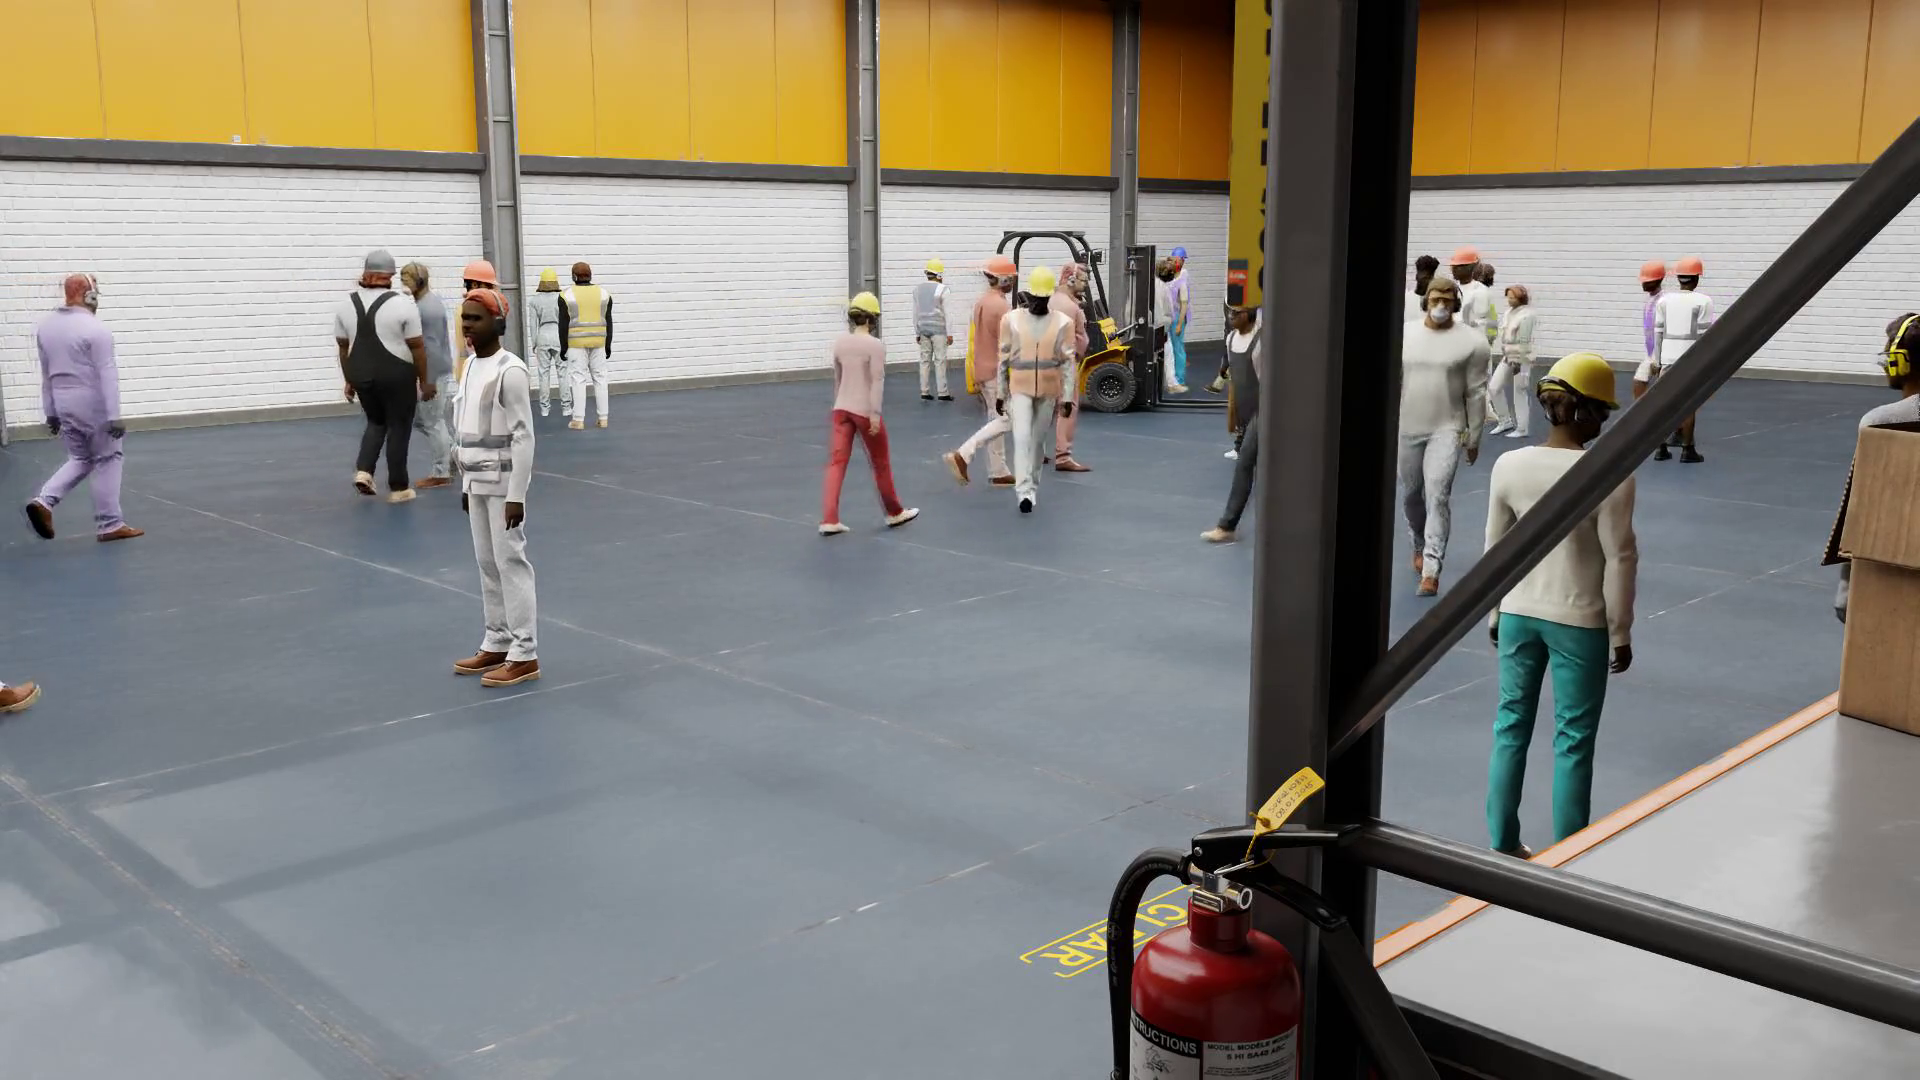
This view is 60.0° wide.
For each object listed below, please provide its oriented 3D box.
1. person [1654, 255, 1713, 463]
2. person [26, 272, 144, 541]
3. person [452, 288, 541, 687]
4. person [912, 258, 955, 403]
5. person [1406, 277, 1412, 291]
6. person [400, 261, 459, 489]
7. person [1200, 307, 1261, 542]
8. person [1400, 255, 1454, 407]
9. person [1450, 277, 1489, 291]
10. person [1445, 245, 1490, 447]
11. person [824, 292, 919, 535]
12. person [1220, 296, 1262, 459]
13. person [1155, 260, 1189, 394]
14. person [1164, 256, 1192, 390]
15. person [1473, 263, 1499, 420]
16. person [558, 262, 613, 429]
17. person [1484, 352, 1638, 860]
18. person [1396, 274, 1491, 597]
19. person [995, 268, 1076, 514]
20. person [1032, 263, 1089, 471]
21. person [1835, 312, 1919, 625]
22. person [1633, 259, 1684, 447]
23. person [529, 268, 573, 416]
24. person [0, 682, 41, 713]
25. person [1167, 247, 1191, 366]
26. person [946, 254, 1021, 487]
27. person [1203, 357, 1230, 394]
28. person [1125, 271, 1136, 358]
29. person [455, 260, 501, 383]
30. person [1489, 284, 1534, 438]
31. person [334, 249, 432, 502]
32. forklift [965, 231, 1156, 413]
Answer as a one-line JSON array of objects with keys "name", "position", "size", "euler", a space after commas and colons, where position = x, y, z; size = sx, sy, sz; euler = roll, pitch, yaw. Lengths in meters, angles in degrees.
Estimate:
[{"name": "person", "position": [6.808, -1.695, 15.659], "size": [0.349, 1.942, 0.545], "euler": [-10, 14, -42]}, {"name": "person", "position": [-6.080, -0.896, 11.470], "size": [0.644, 1.882, 0.660], "euler": [5, 11, 25]}, {"name": "person", "position": [-2.227, -0.250, 7.933], "size": [0.345, 1.882, 0.584], "euler": [-8, 13, -39]}, {"name": "person", "position": [-0.324, -2.672, 21.280], "size": [0.589, 1.835, 0.404], "euler": [8, 13, 36]}, {"name": "person", "position": [6.528, -3.289, 24.669], "size": [0.554, 1.818, 0.957], "euler": [-4, 11, -22]}, {"name": "person", "position": [-4.456, -1.384, 14.025], "size": [0.463, 1.918, 0.647], "euler": [-6, 12, -31]}, {"name": "person", "position": [2.156, -0.891, 11.753], "size": [1.023, 1.786, 0.562], "euler": [-4, 11, -21]}, {"name": "person", "position": [4.297, -1.686, 15.582], "size": [0.630, 1.946, 0.513], "euler": [3, 11, 16]}, {"name": "person", "position": [6.029, -2.495, 19.927], "size": [1.099, 1.997, 0.605], "euler": [-9, 14, -41]}, {"name": "person", "position": [5.058, -1.939, 16.750], "size": [0.456, 2.030, 0.649], "euler": [-3, 11, -16]}, {"name": "person", "position": [-0.678, -0.913, 11.998], "size": [0.530, 1.715, 0.890], "euler": [8, 13, 38]}, {"name": "person", "position": [2.765, -1.716, 15.835], "size": [0.590, 1.919, 0.394], "euler": [-3, 11, -17]}, {"name": "person", "position": [2.728, -2.829, 22.232], "size": [0.825, 1.795, 0.649], "euler": [3, 11, 17]}, {"name": "person", "position": [3.003, -3.008, 23.074], "size": [0.388, 1.848, 0.564], "euler": [-2, 11, -11]}, {"name": "person", "position": [5.914, -2.275, 19.166], "size": [0.746, 1.815, 0.637], "euler": [4, 11, 23]}, {"name": "person", "position": [-4.146, -2.147, 18.397], "size": [0.627, 1.844, 0.429], "euler": [-7, 12, -32]}, {"name": "person", "position": [1.966, 0.269, 5.455], "size": [0.336, 1.759, 0.523], "euler": [-8, 13, -37]}, {"name": "person", "position": [2.873, -0.660, 10.125], "size": [0.631, 1.910, 0.882], "euler": [5, 12, 25]}, {"name": "person", "position": [0.589, -1.135, 12.793], "size": [0.607, 1.867, 0.991], "euler": [-1, 10, -3]}, {"name": "person", "position": [0.875, -1.575, 15.185], "size": [0.542, 1.884, 0.841], "euler": [-2, 11, -9]}, {"name": "person", "position": [3.399, 0.120, 5.996], "size": [0.517, 1.860, 0.317], "euler": [-2, 11, -12]}, {"name": "person", "position": [7.004, -1.868, 16.740], "size": [0.886, 1.881, 0.562], "euler": [0, 10, 1]}, {"name": "person", "position": [-4.839, -2.340, 19.715], "size": [0.483, 1.744, 0.302], "euler": [-1, 10, -5]}, {"name": "person", "position": [-4.576, -0.063, 7.065], "size": [0.593, 1.831, 0.985], "euler": [8, 13, 38]}, {"name": "person", "position": [3.531, -3.803, 27.143], "size": [0.408, 1.942, 0.616], "euler": [-8, 13, -36]}, {"name": "person", "position": [0.224, -1.394, 13.916], "size": [0.702, 1.978, 0.625], "euler": [-5, 11, -23]}, {"name": "person", "position": [3.715, -2.719, 22.222], "size": [0.831, 1.587, 0.535], "euler": [9, 14, 40]}, {"name": "person", "position": [2.392, -2.813, 22.118], "size": [0.421, 1.818, 0.592], "euler": [0, 10, -1]}, {"name": "person", "position": [-3.856, -1.274, 13.395], "size": [0.374, 1.930, 0.542], "euler": [-5, 12, -27]}, {"name": "person", "position": [5.824, -1.869, 17.497], "size": [0.486, 1.618, 0.519], "euler": [-2, 11, -12]}, {"name": "person", "position": [-4.574, -1.314, 13.311], "size": [0.691, 2.000, 0.537], "euler": [2, 11, 13]}, {"name": "forklift", "position": [1.222, -2.721, 20.561], "size": [2.313, 2.155, 1.214], "euler": [2, 11, 13]}]
